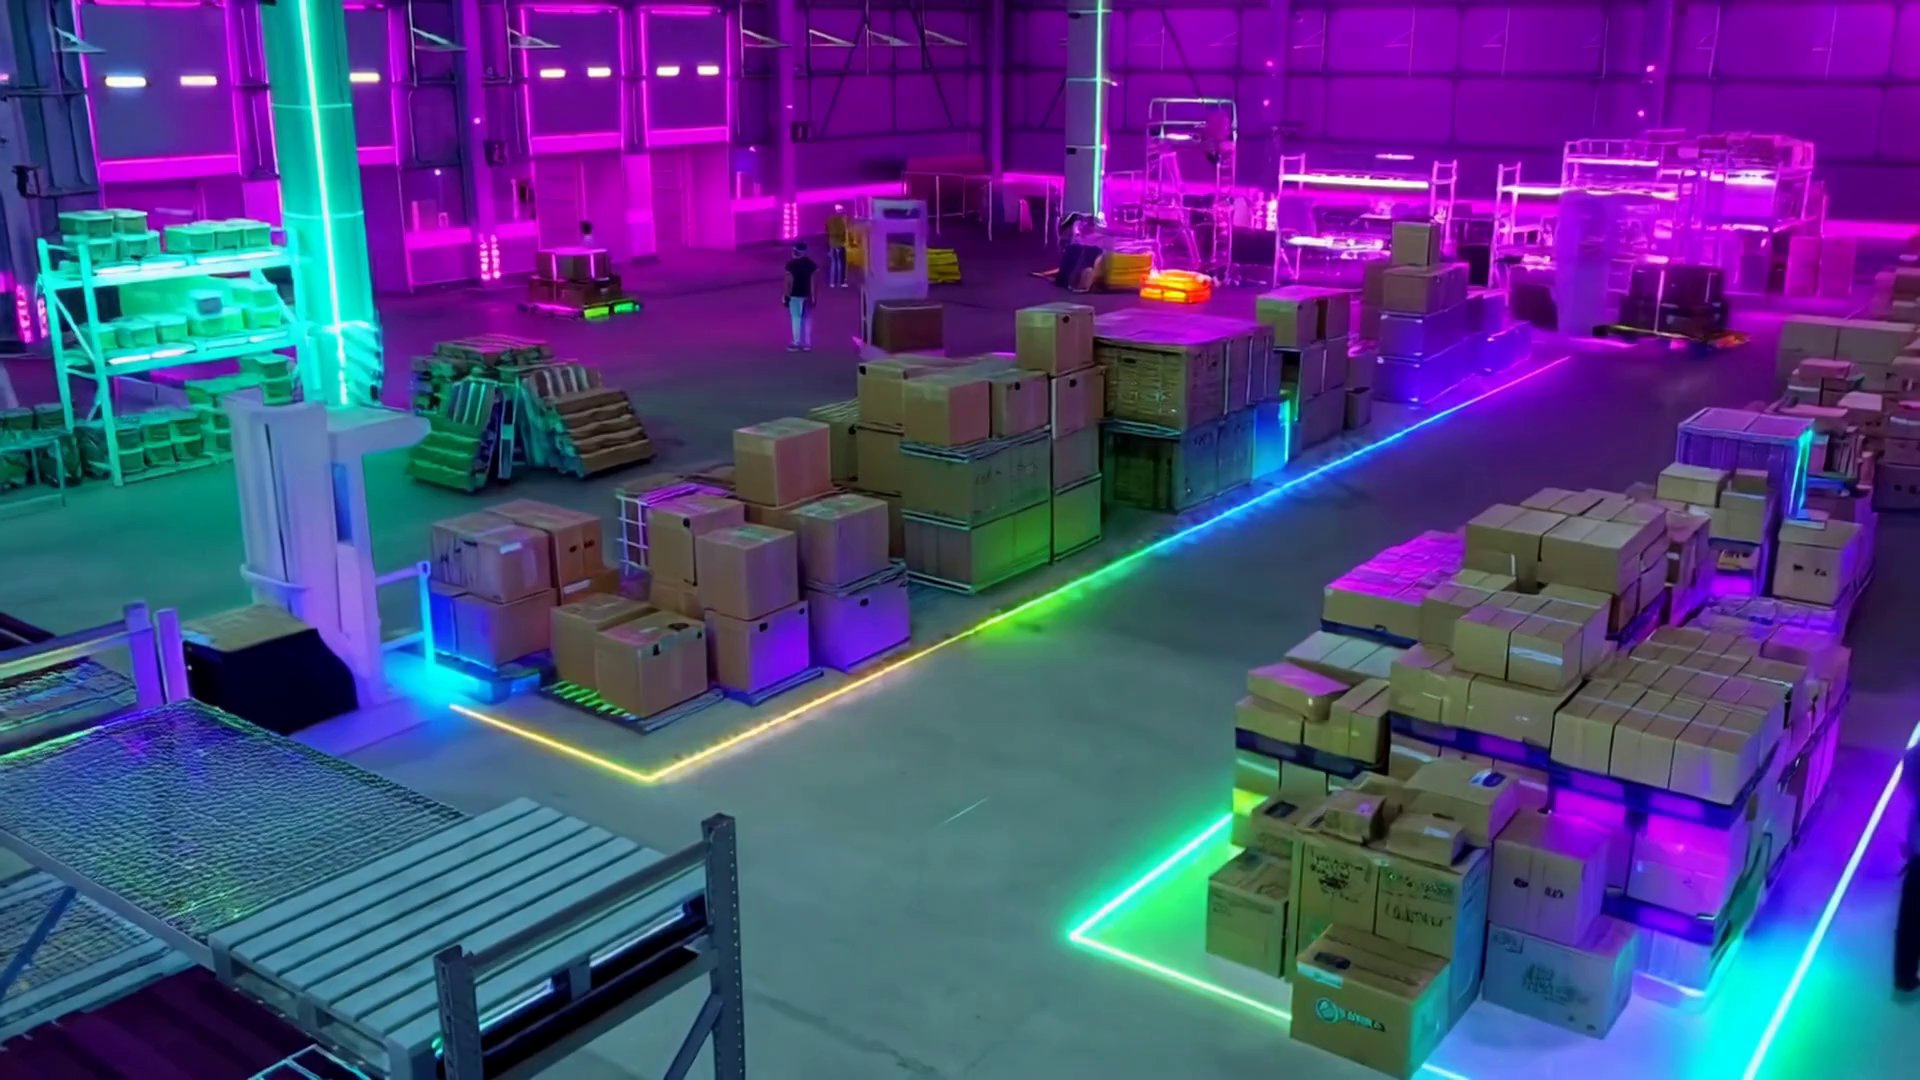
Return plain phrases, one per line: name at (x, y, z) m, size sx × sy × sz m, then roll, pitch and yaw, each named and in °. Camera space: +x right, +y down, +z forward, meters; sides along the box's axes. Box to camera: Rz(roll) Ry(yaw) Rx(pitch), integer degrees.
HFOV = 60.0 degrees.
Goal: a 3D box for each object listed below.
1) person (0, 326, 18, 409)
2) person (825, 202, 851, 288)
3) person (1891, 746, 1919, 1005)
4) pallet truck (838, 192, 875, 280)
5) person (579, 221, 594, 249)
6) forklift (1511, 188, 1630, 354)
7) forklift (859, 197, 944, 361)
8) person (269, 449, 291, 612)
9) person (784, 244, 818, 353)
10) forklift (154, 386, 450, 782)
person at (-13.904, -2.527, 23.853) m, size 0.608 × 1.871 × 0.983 m, roll 1°, pitch 17°, yaw 4°
person at (-2.722, -6.614, 37.326) m, size 0.581 × 1.919 × 0.403 m, roll 2°, pitch 17°, yaw 7°
person at (5.766, 1.803, 9.628) m, size 0.781 × 1.809 × 0.649 m, roll -12°, pitch 21°, yaw -35°
pallet truck at (-1.936, -7.159, 38.982) m, size 1.885 × 1.965 × 0.823 m, roll -12°, pitch 21°, yaw -34°
person at (-7.942, -6.061, 35.925) m, size 0.793 × 1.664 × 0.521 m, roll -6°, pitch 18°, yaw -18°
forklift at (11.109, -4.923, 30.074) m, size 1.129 × 2.768 × 1.873 m, roll -12°, pitch 21°, yaw -34°
forklift at (-1.008, -4.465, 28.559) m, size 1.129 × 2.768 × 1.873 m, roll -5°, pitch 17°, yaw -15°
person at (-6.472, -0.221, 16.121) m, size 0.376 × 1.934 × 0.627 m, roll 9°, pitch 19°, yaw 28°
person at (-2.829, -4.309, 29.672) m, size 0.636 × 1.930 × 0.371 m, roll -8°, pitch 19°, yaw -26°
forklift at (-5.236, 0.232, 13.005) m, size 1.129 × 2.768 × 1.873 m, roll 12°, pitch 21°, yaw 35°
